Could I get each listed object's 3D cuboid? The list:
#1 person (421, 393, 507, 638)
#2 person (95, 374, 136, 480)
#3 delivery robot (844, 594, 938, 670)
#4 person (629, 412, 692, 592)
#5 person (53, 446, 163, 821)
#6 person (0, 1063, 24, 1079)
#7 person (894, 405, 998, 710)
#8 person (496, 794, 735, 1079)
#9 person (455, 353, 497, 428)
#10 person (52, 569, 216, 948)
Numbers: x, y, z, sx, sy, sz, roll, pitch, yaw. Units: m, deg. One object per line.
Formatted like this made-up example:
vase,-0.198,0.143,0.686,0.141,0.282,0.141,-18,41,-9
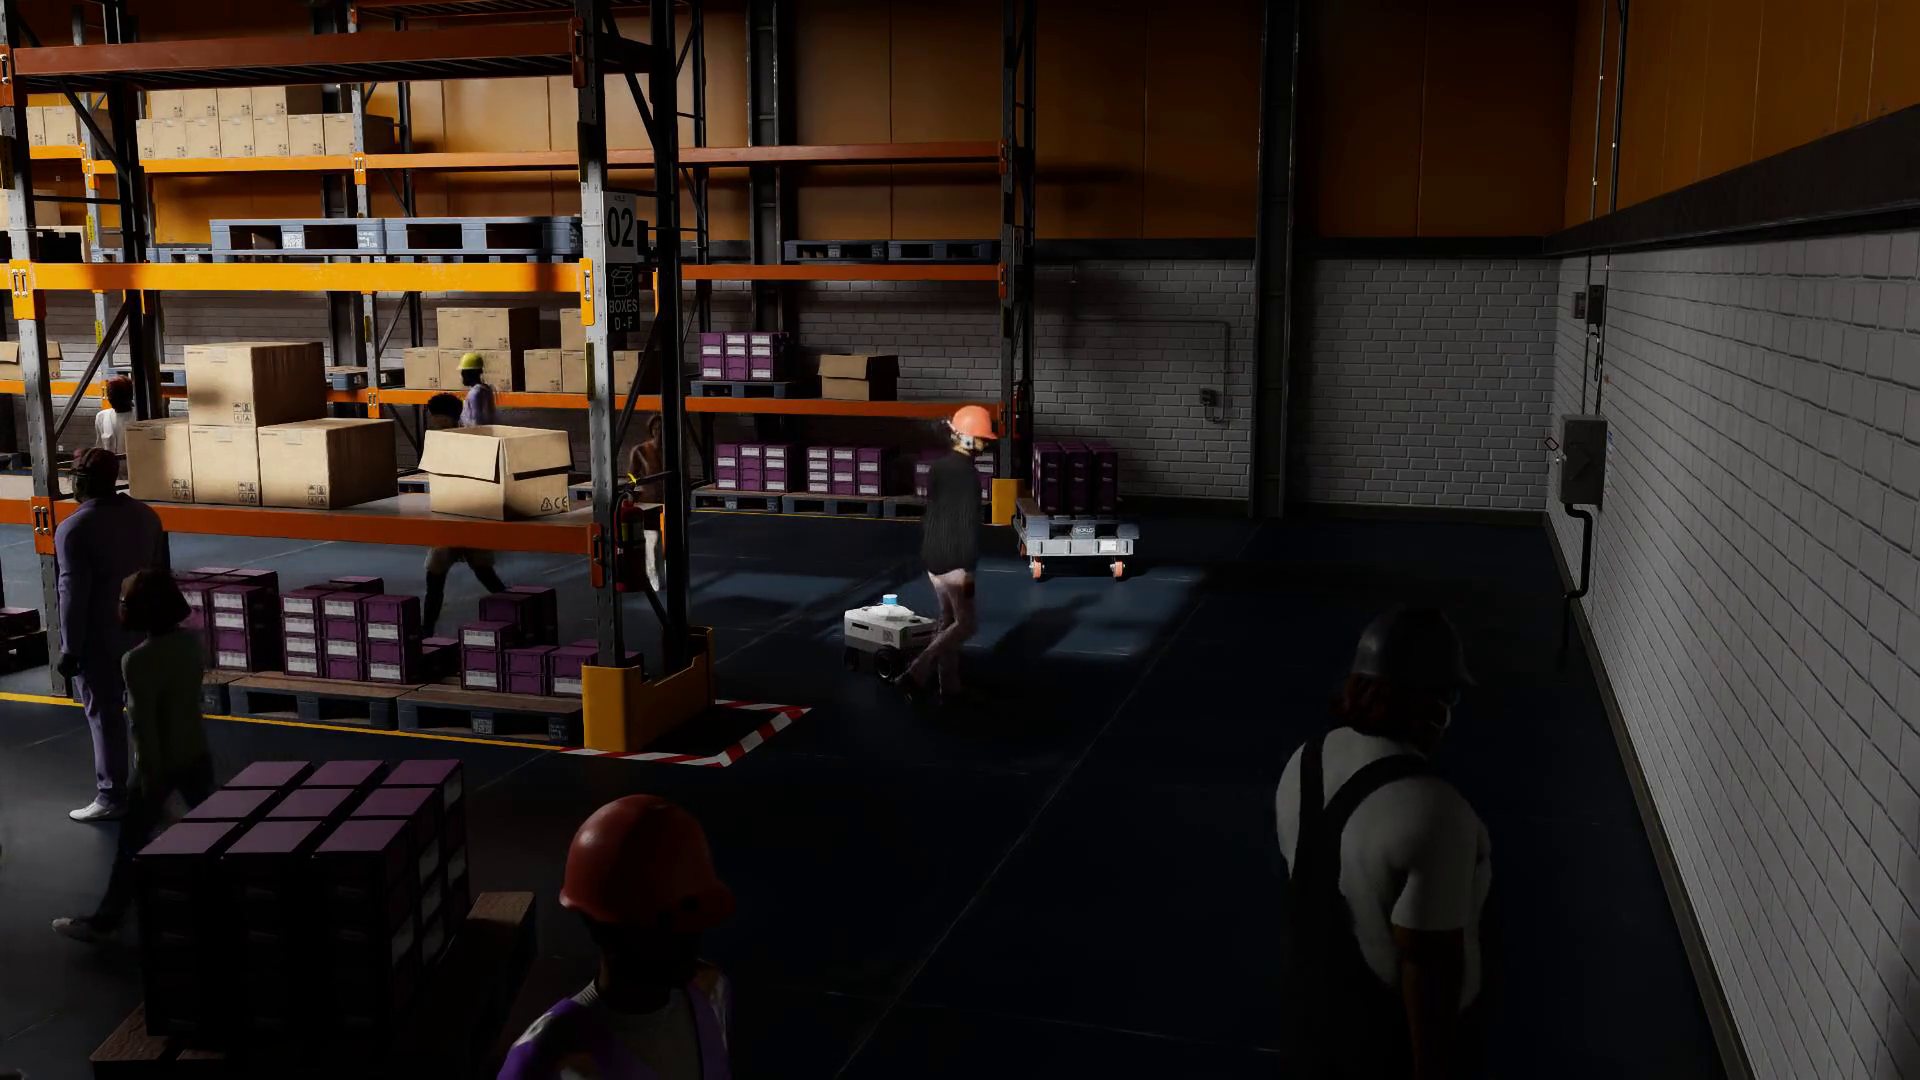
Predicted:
person,-3.606,-0.107,12.041,1.024,1.922,0.624,3,10,16
person,-7.245,-0.500,14.495,0.584,1.883,0.337,1,9,7
delivery robot,-0.480,0.618,11.441,0.477,0.478,0.707,-8,12,-41
person,-2.547,-0.297,14.133,0.536,1.597,0.860,-2,10,-13
person,-4.356,0.472,8.494,0.409,1.913,0.642,2,10,13
person,-3.514,0.995,5.395,0.660,1.894,0.456,-8,12,-40
person,-0.081,0.133,10.403,0.638,1.960,0.669,-4,10,-22
person,-0.534,1.378,2.893,0.354,1.939,0.544,4,10,25
person,-5.065,-1.008,17.493,0.493,1.913,0.586,0,9,0
person,-3.296,0.906,6.823,0.828,1.588,0.508,2,9,10
